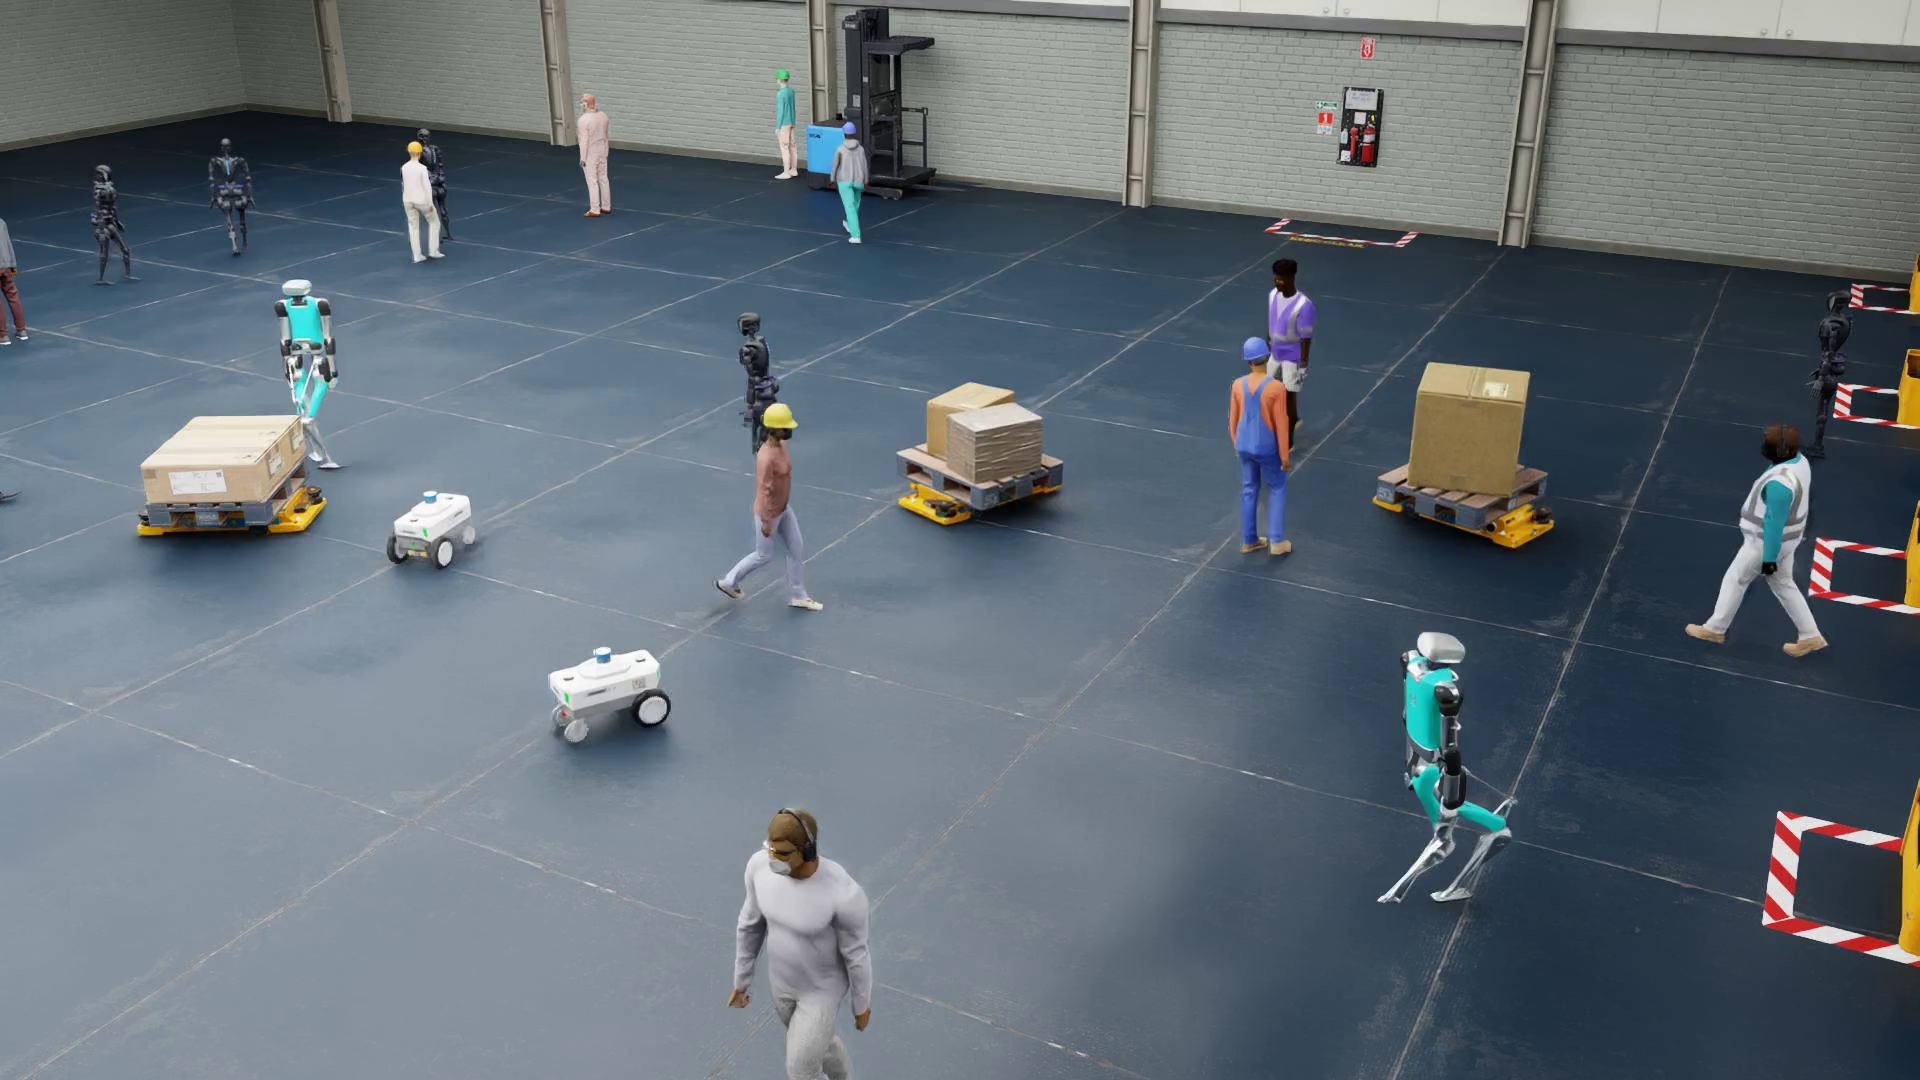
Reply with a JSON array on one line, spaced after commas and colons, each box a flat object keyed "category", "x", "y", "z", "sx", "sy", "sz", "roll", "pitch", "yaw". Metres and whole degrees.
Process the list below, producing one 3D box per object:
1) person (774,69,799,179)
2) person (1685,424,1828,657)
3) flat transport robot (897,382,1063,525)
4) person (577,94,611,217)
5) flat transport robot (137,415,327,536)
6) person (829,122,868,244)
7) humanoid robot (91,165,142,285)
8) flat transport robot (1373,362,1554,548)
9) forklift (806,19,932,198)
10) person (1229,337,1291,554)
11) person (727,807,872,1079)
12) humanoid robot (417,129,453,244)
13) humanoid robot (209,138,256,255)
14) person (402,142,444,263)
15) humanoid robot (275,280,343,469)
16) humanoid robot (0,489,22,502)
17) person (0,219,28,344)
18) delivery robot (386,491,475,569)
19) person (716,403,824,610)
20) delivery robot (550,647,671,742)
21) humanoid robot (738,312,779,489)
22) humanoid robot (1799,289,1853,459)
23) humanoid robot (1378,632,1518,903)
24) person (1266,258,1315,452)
[{"category": "person", "x": -3.057, "y": -7.255, "z": 29.024, "sx": 0.369, "sy": 1.870, "sz": 0.528, "roll": 11, "pitch": 26, "yaw": 25}, {"category": "person", "x": 6.004, "y": 0.006, "z": 12.214, "sx": 0.923, "sy": 1.800, "sz": 0.625, "roll": 18, "pitch": 29, "yaw": 36}, {"category": "flat transport robot", "x": 0.196, "y": -0.472, "z": 15.262, "sx": 1.431, "sy": 0.231, "sz": 0.659, "roll": -19, "pitch": 30, "yaw": -37}, {"category": "person", "x": -5.783, "y": -6.055, "z": 26.187, "sx": 0.412, "sy": 1.905, "sz": 0.651, "roll": 12, "pitch": 26, "yaw": 25}, {"category": "flat transport robot", "x": -6.457, "y": -0.265, "z": 14.779, "sx": 1.431, "sy": 0.231, "sz": 0.659, "roll": -1, "pitch": 23, "yaw": -3}, {"category": "person", "x": -1.660, "y": -5.326, "z": 24.726, "sx": 0.517, "sy": 1.717, "sz": 0.958, "roll": -12, "pitch": 26, "yaw": -26}, {"category": "humanoid robot", "x": -11.413, "y": -4.197, "z": 22.180, "sx": 0.568, "sy": 1.623, "sz": 0.624, "roll": -1, "pitch": 23, "yaw": -3}, {"category": "flat transport robot", "x": 4.466, "y": -0.284, "z": 14.823, "sx": 0.659, "sy": 0.231, "sz": 1.431, "roll": -21, "pitch": 31, "yaw": -40}, {"category": "forklift", "x": -1.573, "y": -7.292, "z": 27.850, "sx": 1.873, "sy": 2.768, "sz": 1.129, "roll": 12, "pitch": 26, "yaw": 25}, {"category": "person", "x": 2.540, "y": -0.764, "z": 13.910, "sx": 0.620, "sy": 1.876, "sz": 0.445, "roll": 16, "pitch": 28, "yaw": 32}, {"category": "person", "x": -0.728, "y": 2.019, "z": 7.425, "sx": 0.639, "sy": 1.890, "sz": 0.937, "roll": 17, "pitch": 28, "yaw": 34}, {"category": "humanoid robot", "x": -7.794, "y": -5.223, "z": 24.523, "sx": 0.315, "sy": 1.655, "sz": 0.599, "roll": 12, "pitch": 26, "yaw": 25}, {"category": "humanoid robot", "x": -10.495, "y": -4.941, "z": 23.960, "sx": 0.612, "sy": 1.651, "sz": 0.752, "roll": -9, "pitch": 25, "yaw": -20}, {"category": "person", "x": -7.619, "y": -4.771, "z": 23.477, "sx": 0.492, "sy": 1.672, "sz": 0.529, "roll": 6, "pitch": 24, "yaw": 13}, {"category": "humanoid robot", "x": -6.255, "y": -1.524, "z": 15.839, "sx": 0.590, "sy": 1.769, "sz": 0.882, "roll": 1, "pitch": 23, "yaw": 3}, {"category": "humanoid robot", "x": -8.898, "y": -1.024, "z": 14.789, "sx": 0.688, "sy": 1.629, "sz": 0.609, "roll": -11, "pitch": 26, "yaw": -24}, {"category": "person", "x": -11.455, "y": -3.230, "z": 19.723, "sx": 0.369, "sy": 1.811, "sz": 0.554, "roll": 12, "pitch": 26, "yaw": 25}, {"category": "delivery robot", "x": -4.456, "y": -0.102, "z": 14.057, "sx": 0.499, "sy": 0.610, "sz": 0.811, "roll": 7, "pitch": 24, "yaw": 16}, {"category": "person", "x": -1.514, "y": -0.250, "z": 12.892, "sx": 0.784, "sy": 1.726, "sz": 0.549, "roll": 6, "pitch": 24, "yaw": 14}, {"category": "delivery robot", "x": -2.423, "y": 1.019, "z": 11.413, "sx": 0.774, "sy": 0.583, "sz": 0.499, "roll": -14, "pitch": 27, "yaw": -29}, {"category": "humanoid robot", "x": -1.831, "y": -1.313, "z": 15.430, "sx": 0.398, "sy": 1.634, "sz": 0.612, "roll": 3, "pitch": 23, "yaw": 8}, {"category": "humanoid robot", "x": 8.402, "y": -1.619, "z": 16.133, "sx": 0.315, "sy": 1.655, "sz": 0.599, "roll": 12, "pitch": 26, "yaw": 25}, {"category": "humanoid robot", "x": 2.773, "y": 1.324, "z": 9.251, "sx": 0.814, "sy": 1.802, "sz": 0.539, "roll": -5, "pitch": 24, "yaw": -12}, {"category": "person", "x": 3.199, "y": -1.808, "z": 16.251, "sx": 0.504, "sy": 1.942, "sz": 0.637, "roll": -11, "pitch": 26, "yaw": -24}]
